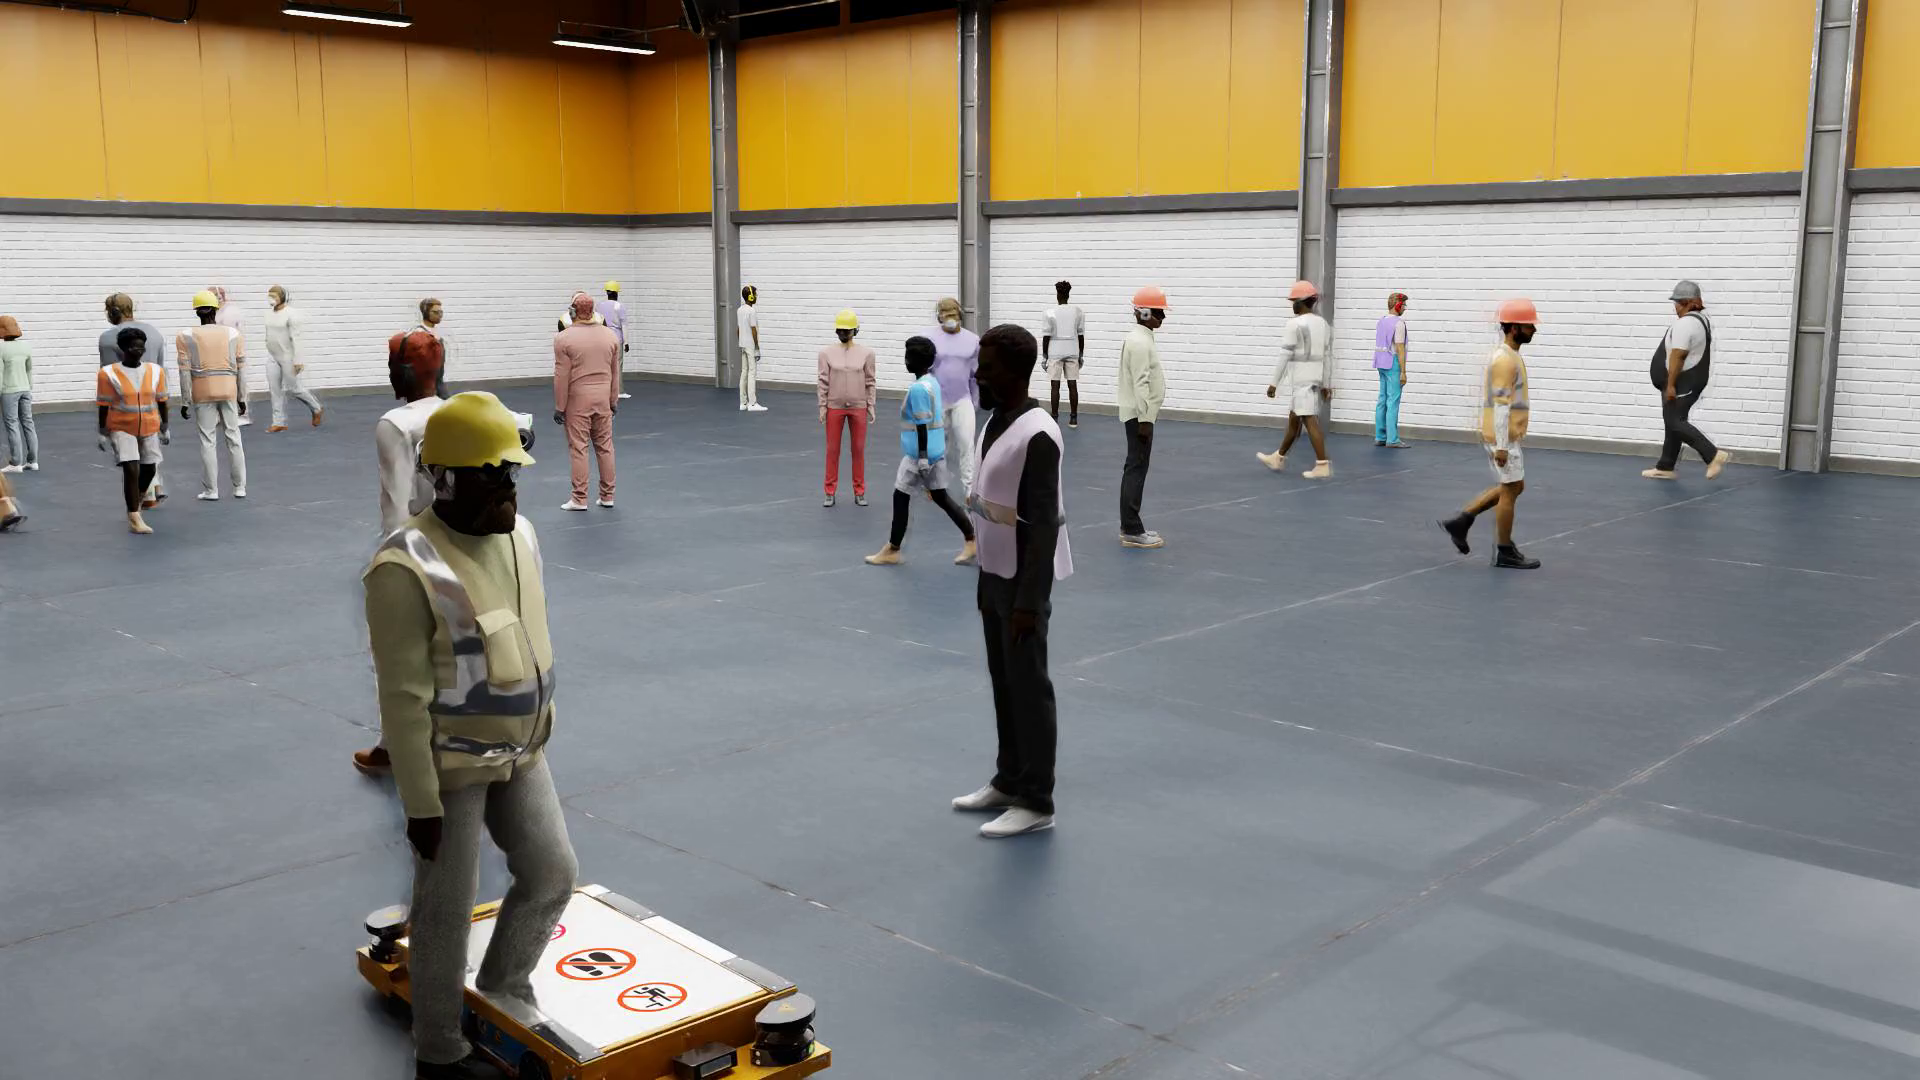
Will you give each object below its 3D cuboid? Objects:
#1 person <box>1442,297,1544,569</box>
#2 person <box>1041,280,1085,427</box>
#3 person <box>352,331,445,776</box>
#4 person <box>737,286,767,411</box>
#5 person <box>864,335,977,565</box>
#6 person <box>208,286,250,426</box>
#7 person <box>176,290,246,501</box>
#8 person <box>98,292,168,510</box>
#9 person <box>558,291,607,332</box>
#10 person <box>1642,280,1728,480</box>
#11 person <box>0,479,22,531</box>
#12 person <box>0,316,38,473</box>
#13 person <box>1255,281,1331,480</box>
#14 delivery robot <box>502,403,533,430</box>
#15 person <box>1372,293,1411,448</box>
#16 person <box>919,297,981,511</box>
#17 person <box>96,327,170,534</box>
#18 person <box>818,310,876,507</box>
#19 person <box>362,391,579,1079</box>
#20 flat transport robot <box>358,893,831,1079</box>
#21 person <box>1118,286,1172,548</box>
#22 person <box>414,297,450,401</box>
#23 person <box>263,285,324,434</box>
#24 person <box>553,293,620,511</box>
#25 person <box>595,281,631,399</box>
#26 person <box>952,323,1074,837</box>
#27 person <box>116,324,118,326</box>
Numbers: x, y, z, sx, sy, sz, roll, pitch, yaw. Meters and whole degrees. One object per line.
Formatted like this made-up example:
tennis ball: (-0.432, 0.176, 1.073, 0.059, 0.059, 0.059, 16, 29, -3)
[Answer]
person: (3.813, -0.750, 11.774, 0.600, 1.925, 0.567, 3, 10, 20)
person: (1.373, -2.473, 22.204, 0.606, 1.966, 0.367, -2, 9, -12)
person: (-2.284, 0.072, 6.899, 0.713, 1.862, 0.606, 4, 10, 25)
person: (-3.138, -2.865, 24.916, 0.329, 1.867, 0.508, -7, 12, -37)
person: (-0.217, -0.626, 11.826, 0.863, 1.658, 0.539, 2, 9, 12)
person: (-9.928, -2.456, 22.342, 0.654, 1.882, 0.667, -8, 12, -42)
person: (-6.851, -1.318, 15.257, 0.587, 1.922, 0.383, -7, 12, -38)
person: (-7.265, -1.207, 14.586, 0.475, 1.917, 0.641, 4, 10, 21)
person: (-4.819, -2.255, 21.258, 0.624, 1.841, 0.430, -4, 10, -22)
person: (7.282, -1.590, 16.562, 0.794, 2.000, 0.690, 7, 12, 38)
person: (-8.071, -1.039, 13.363, 1.046, 1.992, 0.607, 3, 10, 19)
person: (-9.888, -1.519, 17.364, 0.280, 1.636, 0.500, 2, 10, 14)
person: (3.415, -1.623, 16.918, 1.018, 1.988, 0.617, 9, 13, 43)
delivery robot: (-5.346, -1.352, 19.360, 0.707, 0.478, 0.477, -2, 9, -12)
person: (5.112, -2.006, 19.728, 0.390, 1.840, 0.565, -2, 10, -15)
person: (-0.113, -1.228, 14.864, 0.626, 1.889, 0.990, -2, 10, -15)
person: (-6.732, -0.903, 13.500, 0.734, 1.665, 0.555, 9, 13, 44)
person: (-1.003, -1.167, 14.830, 0.526, 1.761, 0.337, -1, 9, -7)
person: (-1.221, 0.536, 4.190, 0.458, 1.823, 0.641, 3, 10, 20)
flat transport robot: (-1.057, 1.242, 4.610, 0.652, 0.197, 1.431, -9, 13, -42)
person: (1.411, -0.945, 12.755, 0.400, 1.989, 0.623, 1, 9, 3)
person: (-5.417, -1.616, 17.407, 0.857, 1.812, 0.550, 1, 9, 7)
person: (-8.709, -2.351, 21.604, 0.626, 1.922, 0.797, 5, 10, 26)
person: (-3.296, -1.209, 14.621, 0.410, 1.913, 0.642, 9, 13, 44)
person: (-5.685, -3.278, 27.254, 0.594, 1.925, 0.369, 3, 10, 20)
person: (0.215, 0.147, 6.289, 0.384, 1.919, 0.589, -3, 10, -17)
person: (-10.467, -2.097, 20.910, 0.364, 1.623, 0.537, -5, 11, -28)
